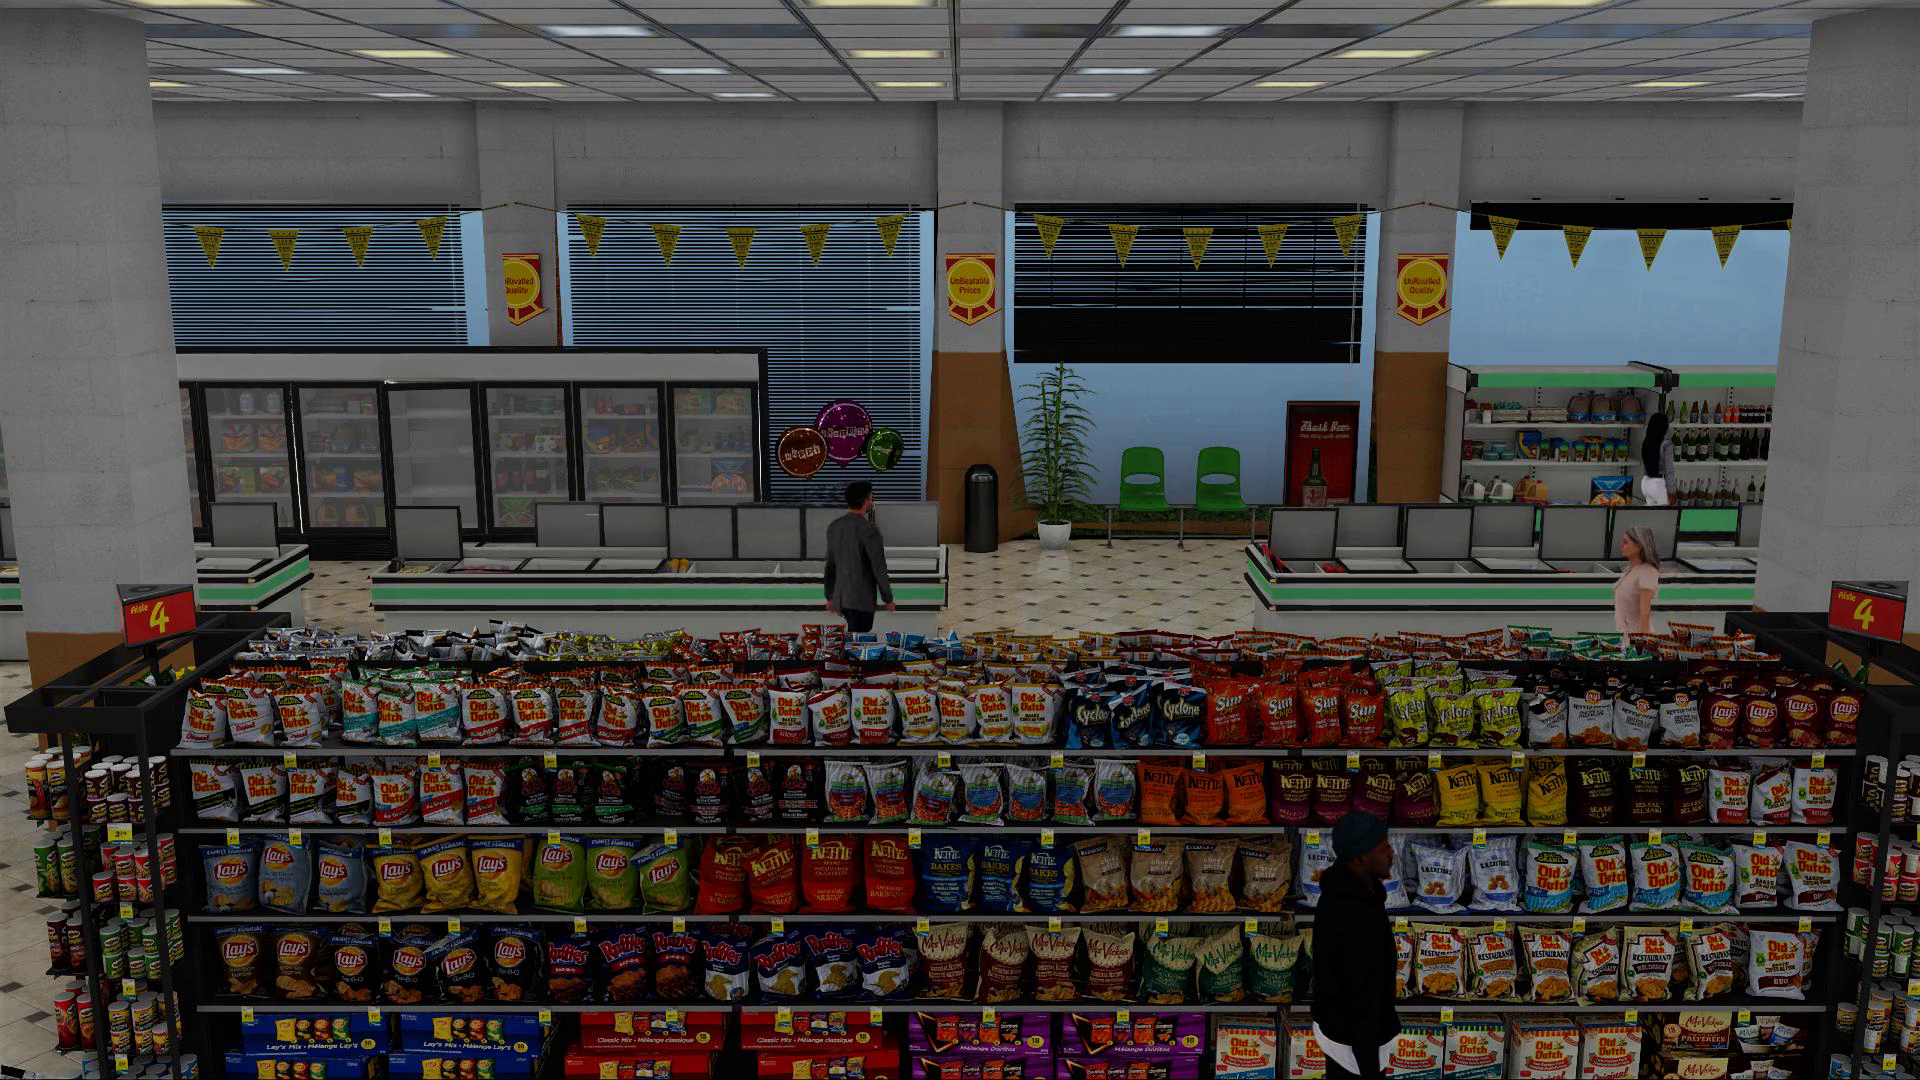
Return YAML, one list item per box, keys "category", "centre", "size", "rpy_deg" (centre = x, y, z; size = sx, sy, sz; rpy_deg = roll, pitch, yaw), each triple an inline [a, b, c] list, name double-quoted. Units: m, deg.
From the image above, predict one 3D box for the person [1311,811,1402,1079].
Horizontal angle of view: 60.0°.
- category: "person"
  centre: [1.474, 1.875, 6.265]
  size: [0.571, 1.818, 0.676]
  rpy_deg: [1, 12, 3]

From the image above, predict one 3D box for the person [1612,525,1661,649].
- category: "person"
  centre: [4.873, 0.754, 11.815]
  size: [0.738, 1.725, 0.652]
  rpy_deg: [2, 12, 7]

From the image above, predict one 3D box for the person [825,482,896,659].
- category: "person"
  centre: [-0.850, 0.502, 12.732]
  size: [1.099, 1.841, 1.025]
  rpy_deg: [-10, 16, -40]

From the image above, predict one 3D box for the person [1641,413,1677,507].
- category: "person"
  centre: [7.413, -0.498, 17.788]
  size: [0.943, 1.714, 0.765]
  rpy_deg: [-3, 12, -13]
